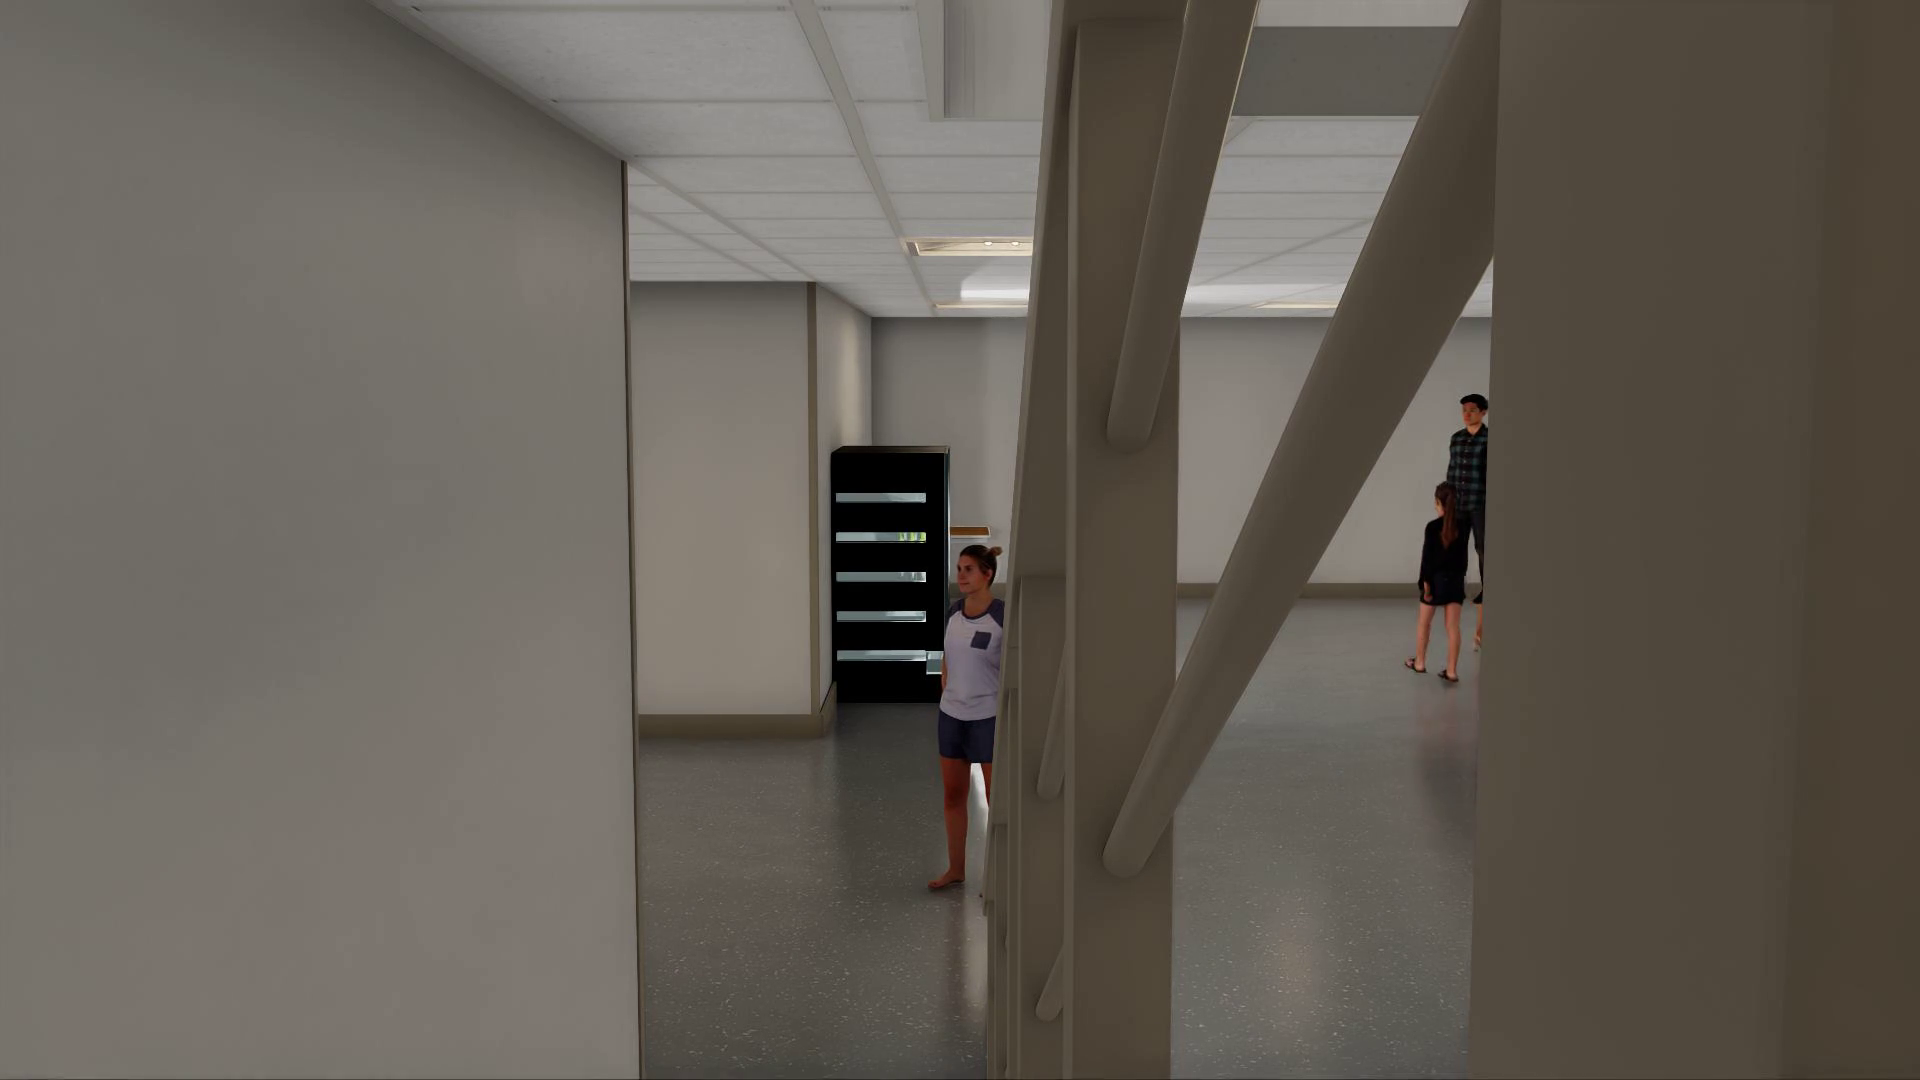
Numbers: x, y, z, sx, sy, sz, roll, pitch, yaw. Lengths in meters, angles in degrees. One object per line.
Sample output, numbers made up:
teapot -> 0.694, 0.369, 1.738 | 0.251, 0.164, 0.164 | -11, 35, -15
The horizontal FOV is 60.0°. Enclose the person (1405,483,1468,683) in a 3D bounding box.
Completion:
person -> 3.809, 0.342, 12.938 | 0.596, 1.535, 0.868 | -1, 6, -7

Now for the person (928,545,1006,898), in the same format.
person -> 0.079, 0.826, 7.678 | 0.664, 1.625, 0.690 | 4, 7, 33

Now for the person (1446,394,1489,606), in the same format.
person -> 4.179, -0.342, 13.561 | 0.785, 1.707, 0.722 | -5, 7, -39
